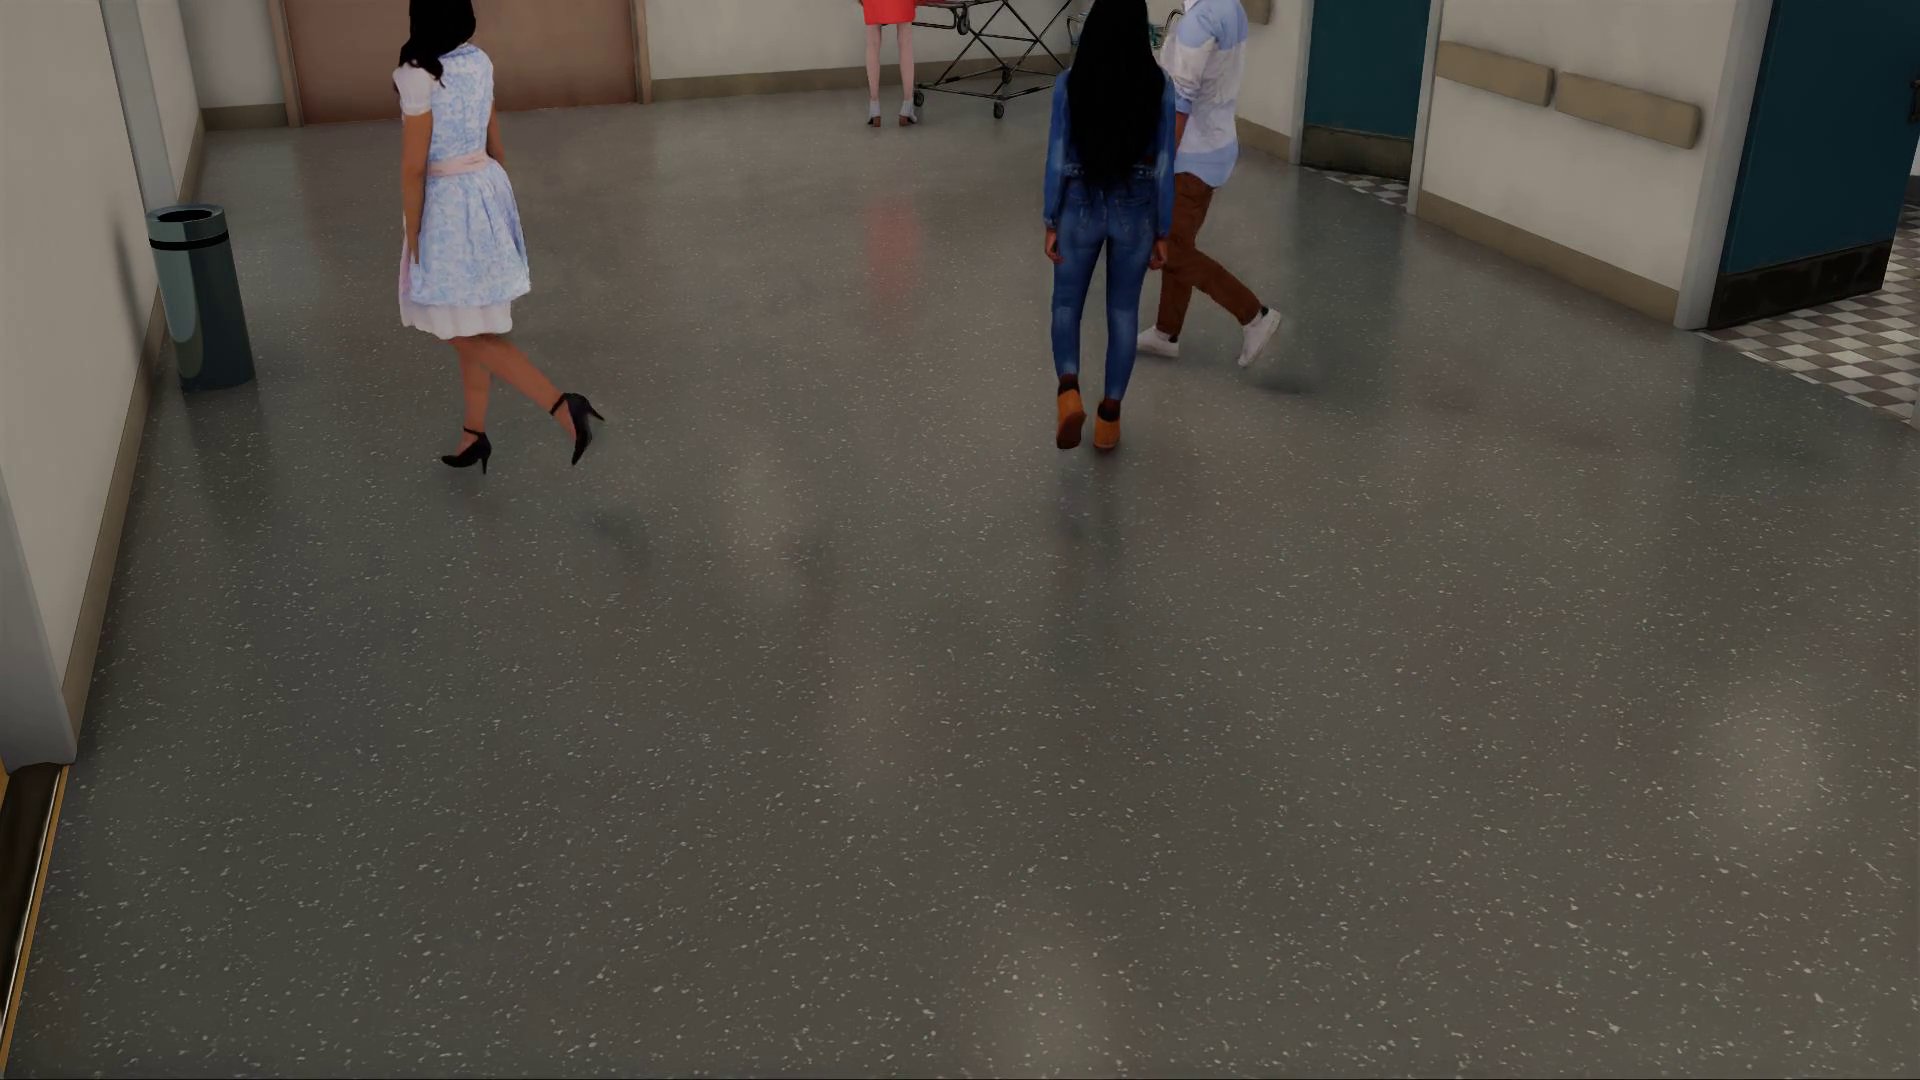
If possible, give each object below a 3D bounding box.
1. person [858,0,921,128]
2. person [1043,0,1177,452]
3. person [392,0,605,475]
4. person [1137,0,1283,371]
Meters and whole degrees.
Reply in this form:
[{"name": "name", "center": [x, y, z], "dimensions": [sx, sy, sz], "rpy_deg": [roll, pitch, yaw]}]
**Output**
[{"name": "person", "center": [-0.491, -3.760, 11.341], "dimensions": [0.648, 1.828, 0.621], "rpy_deg": [0, 26, 1]}, {"name": "person", "center": [0.525, -1.072, 5.916], "dimensions": [0.838, 1.699, 0.968], "rpy_deg": [3, 26, 7]}, {"name": "person", "center": [-1.624, -1.008, 5.670], "dimensions": [1.107, 1.798, 1.042], "rpy_deg": [12, 28, 24]}, {"name": "person", "center": [1.023, -1.565, 6.810], "dimensions": [1.097, 1.811, 1.050], "rpy_deg": [11, 28, 21]}]
